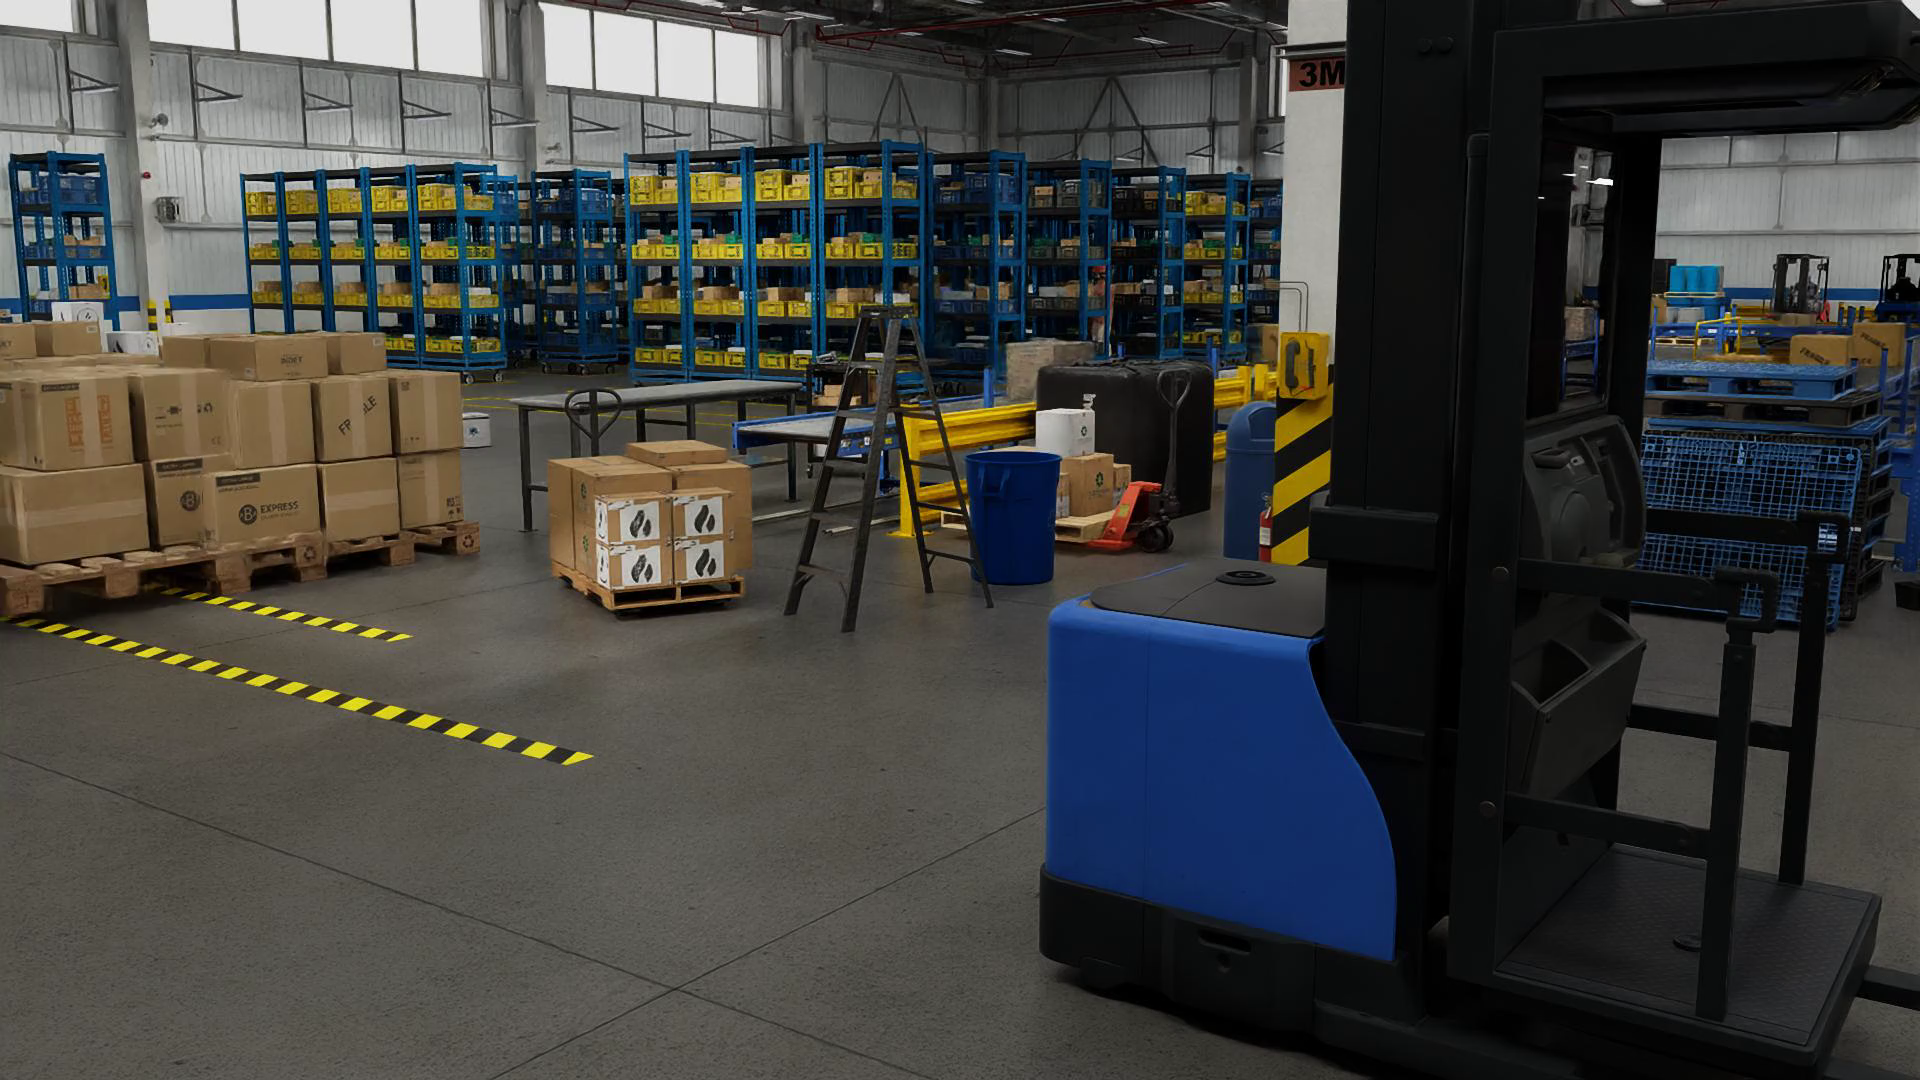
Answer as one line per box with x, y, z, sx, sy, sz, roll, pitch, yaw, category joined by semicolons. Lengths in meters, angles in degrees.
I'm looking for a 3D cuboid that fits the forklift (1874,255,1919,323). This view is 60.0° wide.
22.089;-5.634;38.796;1.157;1.987;2.680;6;11;33;forklift

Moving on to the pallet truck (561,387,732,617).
-1.981;-0.274;10.088;0.680;1.201;1.601;-5;11;-28;pallet truck

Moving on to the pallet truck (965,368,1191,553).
0.845;-0.609;11.869;1.630;1.274;0.653;7;12;35;pallet truck

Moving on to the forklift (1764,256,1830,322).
20.253;-5.854;40.139;1.157;1.987;2.680;7;12;35;forklift

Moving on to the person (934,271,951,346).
-0.223;-3.940;30.117;0.464;1.835;0.560;7;12;36;person

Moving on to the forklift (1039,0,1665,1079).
1.249;-0.137;4.360;1.873;2.768;1.129;7;12;35;forklift

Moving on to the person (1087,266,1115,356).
2.356;-3.659;27.969;0.381;1.994;0.613;8;12;39;person
